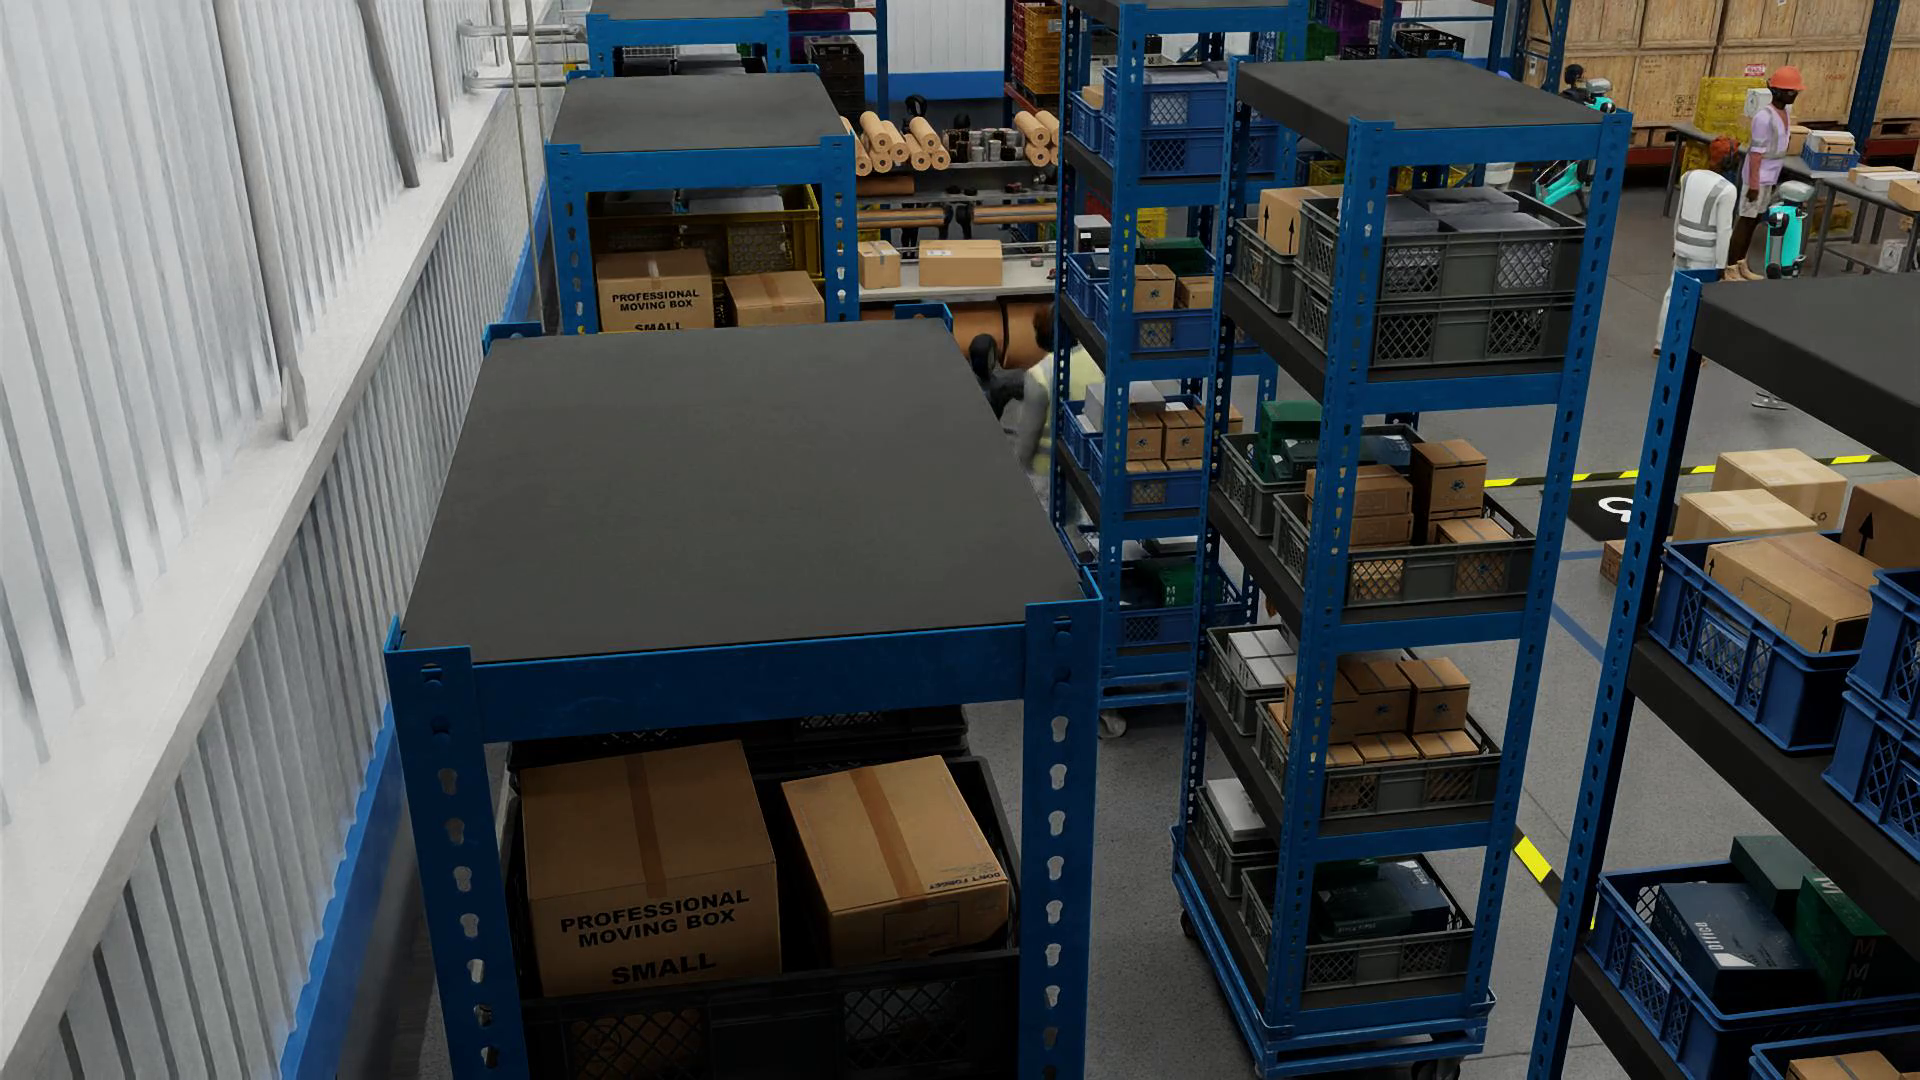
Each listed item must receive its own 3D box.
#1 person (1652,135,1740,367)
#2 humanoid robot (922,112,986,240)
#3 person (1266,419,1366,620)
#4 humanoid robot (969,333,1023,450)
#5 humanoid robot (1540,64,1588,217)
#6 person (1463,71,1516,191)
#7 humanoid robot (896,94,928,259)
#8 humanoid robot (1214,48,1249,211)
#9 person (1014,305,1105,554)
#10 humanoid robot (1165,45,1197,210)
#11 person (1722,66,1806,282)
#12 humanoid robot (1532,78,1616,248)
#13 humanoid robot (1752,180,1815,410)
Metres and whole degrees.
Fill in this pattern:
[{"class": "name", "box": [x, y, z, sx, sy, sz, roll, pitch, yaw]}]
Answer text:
[{"class": "person", "box": [5.952, -2.311, 13.404, 0.357, 1.879, 0.581, -8, 26, -16]}, {"class": "humanoid robot", "box": [-0.064, -3.176, 15.551, 0.622, 1.637, 0.610, 3, 25, 5]}, {"class": "person", "box": [1.745, 0.214, 7.940, 0.596, 1.849, 0.395, -4, 25, -9]}, {"class": "humanoid robot", "box": [0.186, -0.425, 9.544, 0.585, 1.637, 0.432, 5, 25, 12]}, {"class": "humanoid robot", "box": [6.627, -4.345, 18.115, 0.583, 1.628, 0.780, -17, 30, -32]}, {"class": "person", "box": [5.033, -3.455, 15.800, 0.603, 1.948, 0.381, -14, 28, -28]}, {"class": "humanoid robot", "box": [-0.437, -3.501, 16.206, 0.315, 1.657, 0.599, 9, 26, 20]}, {"class": "humanoid robot", "box": [2.815, -4.375, 18.151, 0.752, 1.871, 0.536, -12, 27, -24]}, {"class": "person", "box": [0.580, -0.452, 9.426, 0.657, 1.820, 0.435, -18, 30, -34]}, {"class": "humanoid robot", "box": [2.304, -4.510, 18.387, 0.679, 1.840, 0.533, -5, 25, -12]}, {"class": "person", "box": [7.504, -3.373, 15.510, 0.389, 2.044, 0.606, 21, 32, 38]}, {"class": "humanoid robot", "box": [5.974, -3.686, 16.434, 0.742, 1.691, 0.532, -2, 25, -4]}, {"class": "humanoid robot", "box": [6.216, -1.766, 12.220, 0.735, 1.677, 0.533, 17, 30, 33]}]
